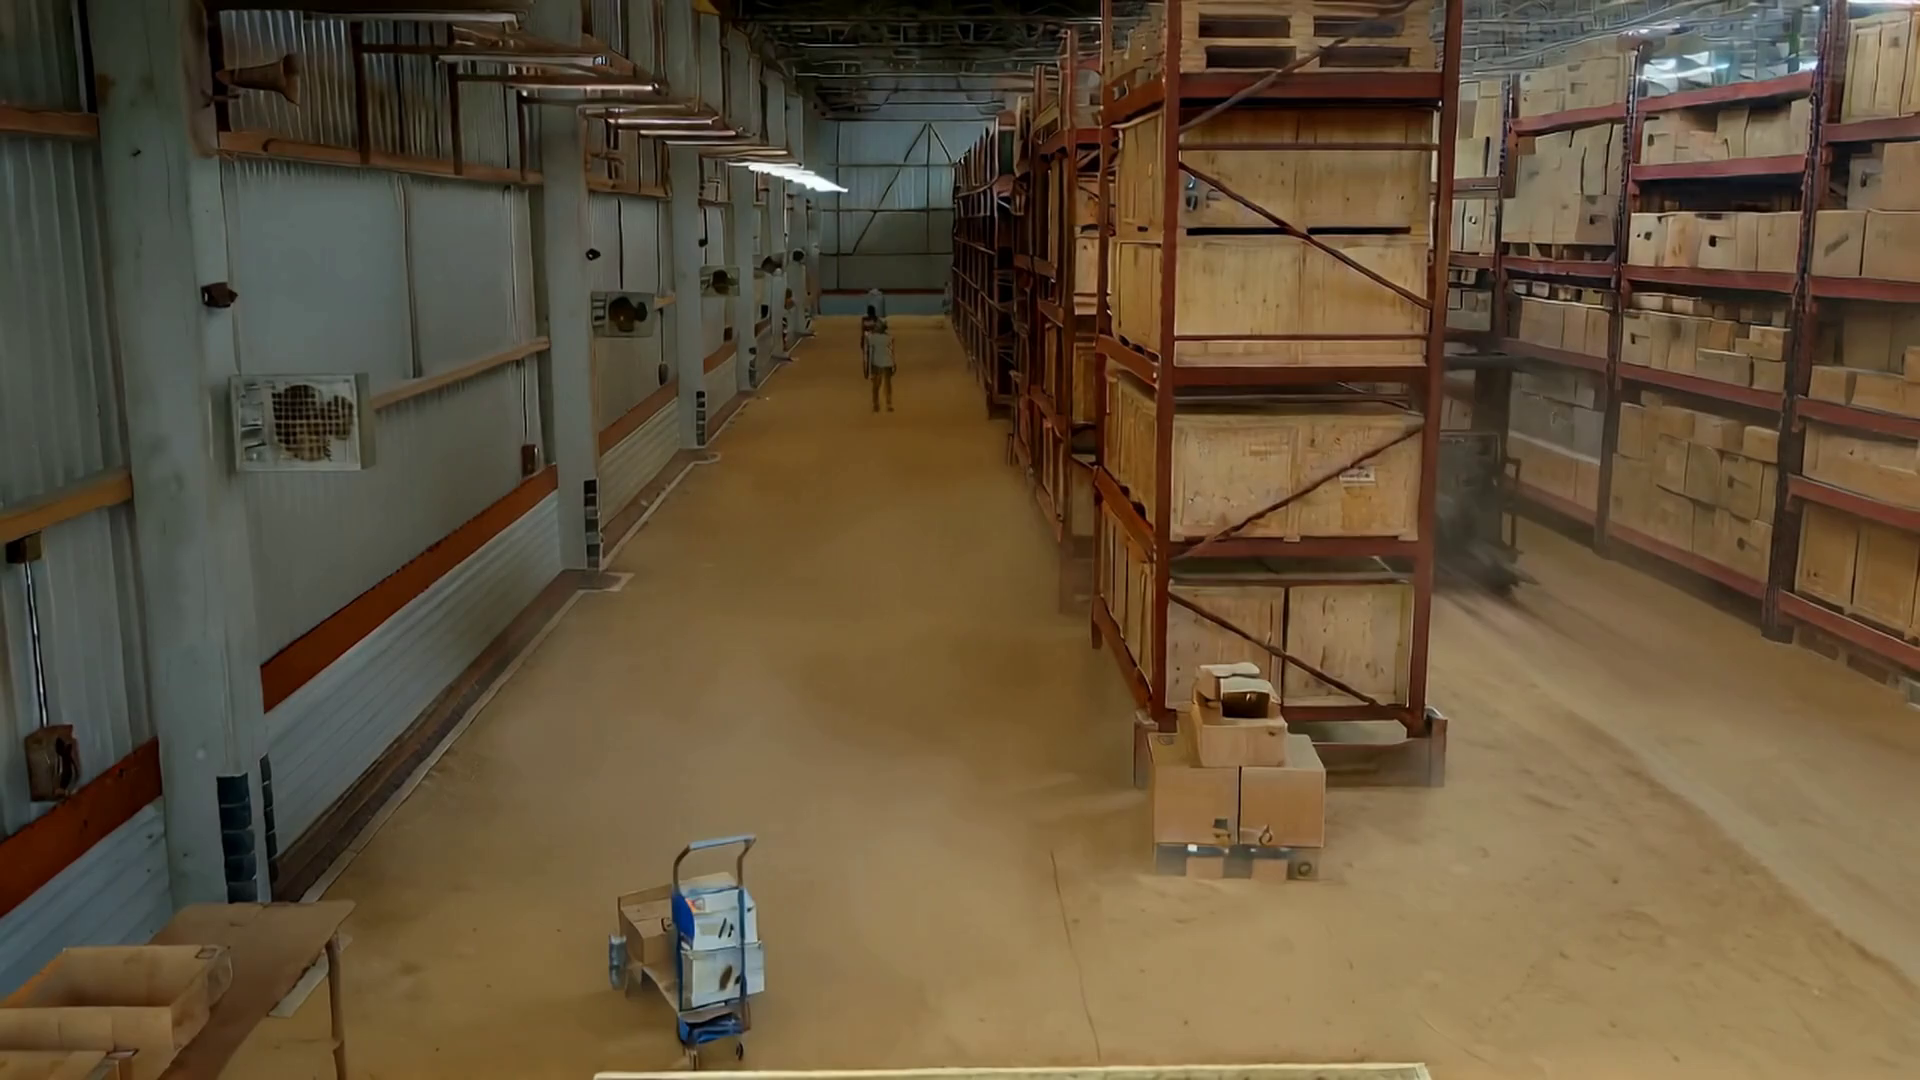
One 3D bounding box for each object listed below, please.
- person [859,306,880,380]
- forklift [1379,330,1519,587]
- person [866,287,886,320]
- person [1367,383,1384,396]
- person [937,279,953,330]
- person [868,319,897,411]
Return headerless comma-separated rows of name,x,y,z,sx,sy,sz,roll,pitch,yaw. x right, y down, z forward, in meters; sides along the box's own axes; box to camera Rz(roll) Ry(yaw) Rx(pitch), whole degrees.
person,-2.280,-5.046,42.654,0.601,1.907,0.405,-2,11,-10
forklift,5.602,-1.003,19.068,1.129,2.768,1.873,0,11,-2
person,-2.797,-7.491,55.468,0.645,1.875,0.823,0,11,0
person,8.268,-3.221,33.335,0.678,1.832,0.564,0,11,-2
person,-0.583,-8.818,62.266,0.827,1.904,0.563,-7,13,-31
person,-1.662,-3.755,35.725,0.617,1.986,0.406,-3,11,-16
